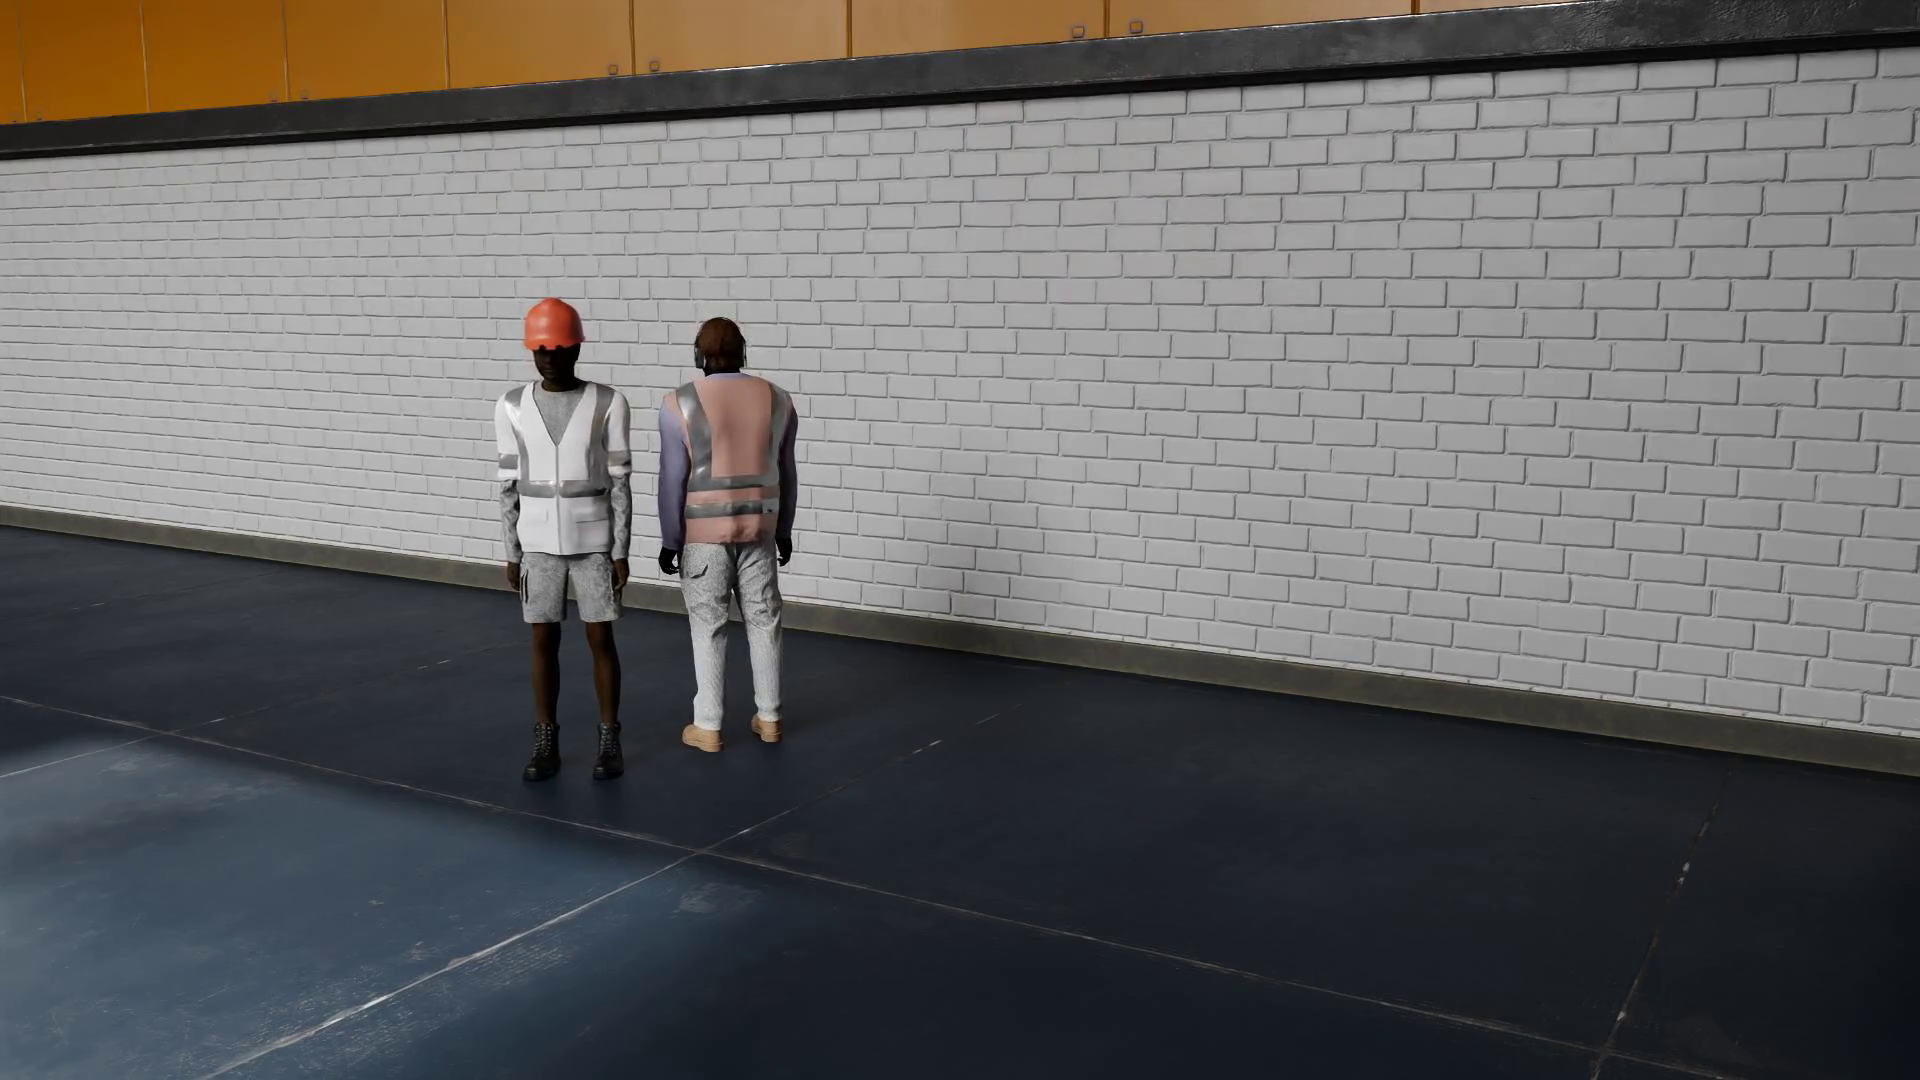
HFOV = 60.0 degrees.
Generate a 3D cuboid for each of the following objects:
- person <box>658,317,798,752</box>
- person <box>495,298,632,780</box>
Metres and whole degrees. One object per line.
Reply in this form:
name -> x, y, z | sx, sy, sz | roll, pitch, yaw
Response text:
person -> -0.997, -0.024, 7.099 | 0.633, 1.839, 0.429 | -5, 11, -30
person -> -1.568, 0.010, 6.619 | 0.539, 1.929, 0.383 | 0, 9, -1
